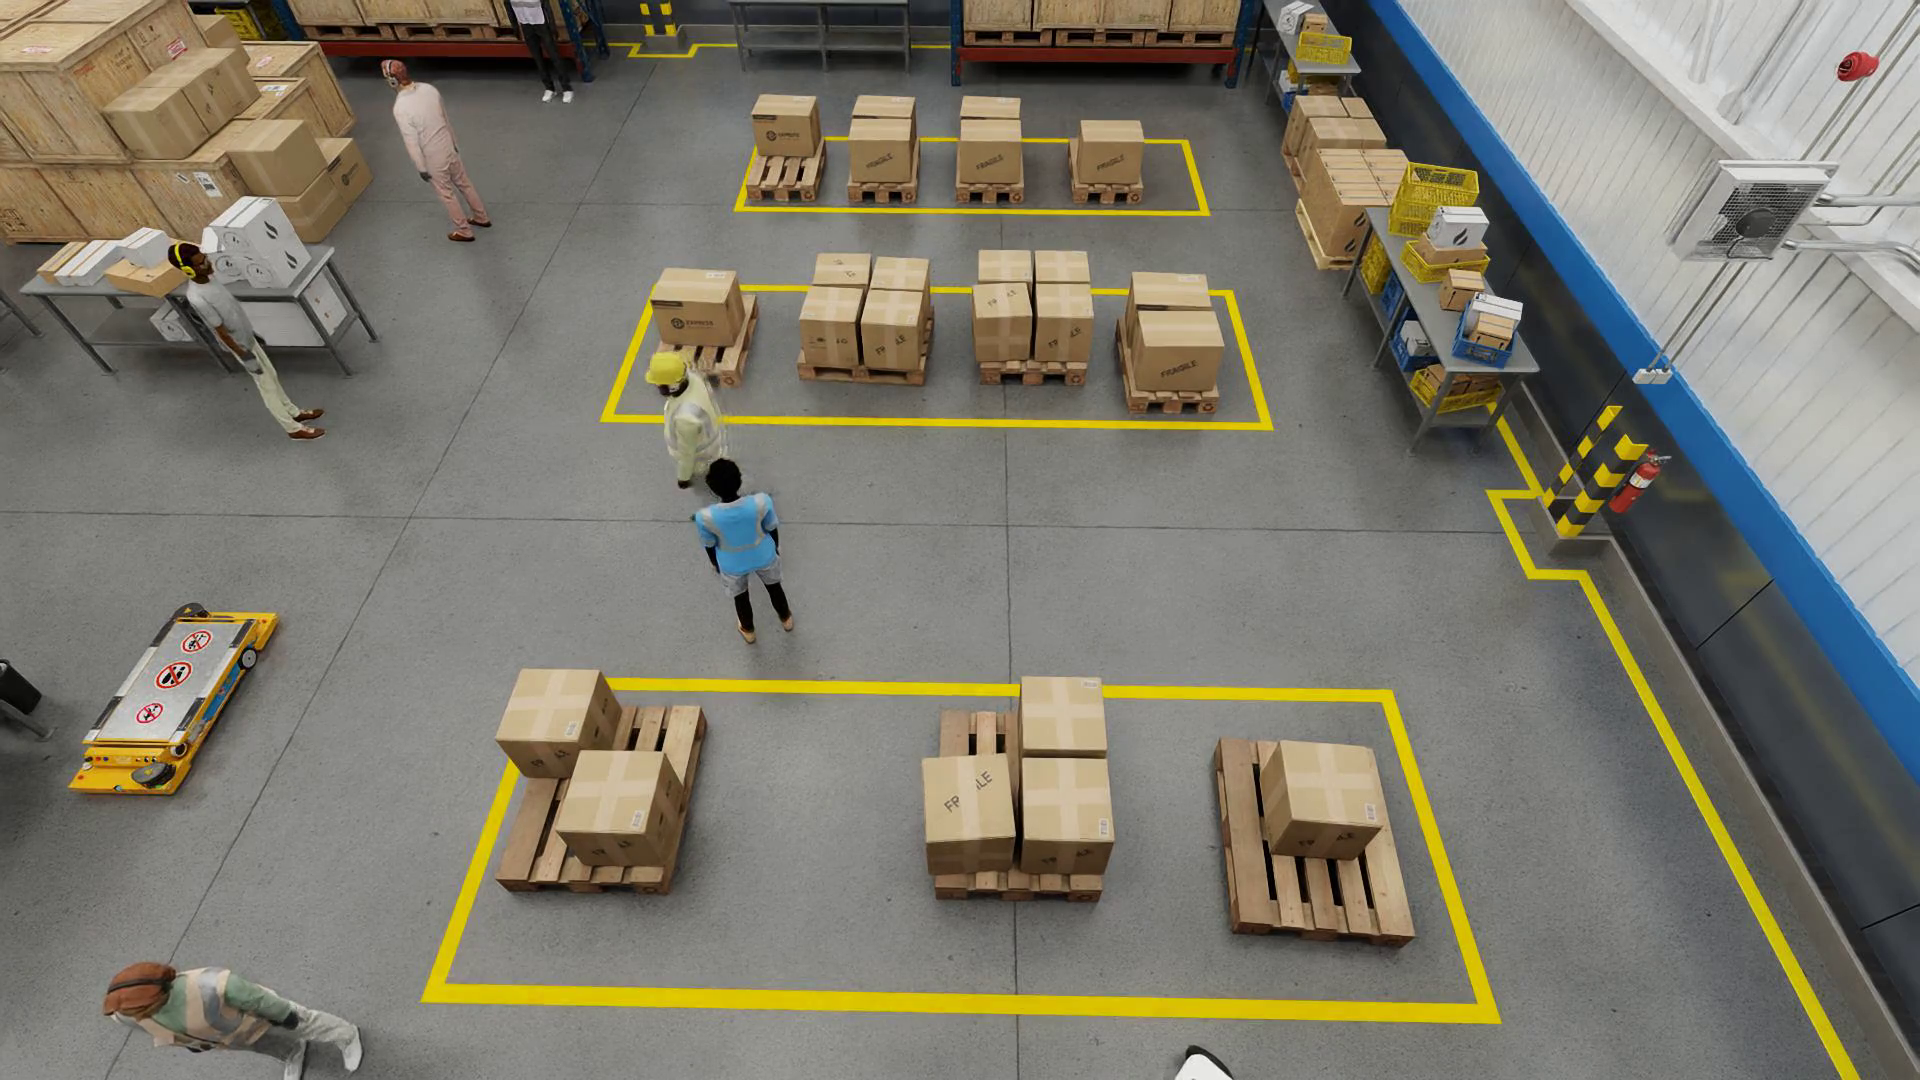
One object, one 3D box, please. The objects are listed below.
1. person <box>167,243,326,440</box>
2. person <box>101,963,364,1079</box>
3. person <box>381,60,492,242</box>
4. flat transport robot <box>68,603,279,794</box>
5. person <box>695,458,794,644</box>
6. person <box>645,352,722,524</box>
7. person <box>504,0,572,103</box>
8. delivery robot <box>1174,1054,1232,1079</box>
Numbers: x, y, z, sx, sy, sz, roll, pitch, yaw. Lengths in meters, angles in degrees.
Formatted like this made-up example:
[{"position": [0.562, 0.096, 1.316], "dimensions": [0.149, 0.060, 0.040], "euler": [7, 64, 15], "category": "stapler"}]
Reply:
[{"position": [-5.986, -1.650, 7.704], "dimensions": [0.333, 1.873, 0.520], "euler": [-18, 52, -15], "category": "person"}, {"position": [-3.522, 2.357, 4.472], "dimensions": [0.510, 1.630, 0.317], "euler": [-12, 51, -10], "category": "person"}, {"position": [-5.617, -4.128, 9.787], "dimensions": [0.400, 1.900, 0.648], "euler": [11, 51, 9], "category": "person"}, {"position": [-5.504, 1.072, 6.442], "dimensions": [0.652, 0.197, 1.431], "euler": [1, 50, 1], "category": "flat transport robot"}, {"position": [-1.476, 0.107, 6.336], "dimensions": [0.534, 1.691, 0.322], "euler": [-17, 52, -14], "category": "person"}, {"position": [-2.059, -0.674, 6.912], "dimensions": [0.579, 1.807, 0.594], "euler": [-9, 50, -8], "category": "person"}, {"position": [-5.576, -6.761, 12.008], "dimensions": [0.598, 1.910, 0.402], "euler": [1, 50, 1], "category": "person"}, {"position": [1.379, 2.967, 4.595], "dimensions": [0.707, 0.478, 0.477], "euler": [34, 58, 26], "category": "delivery robot"}]
